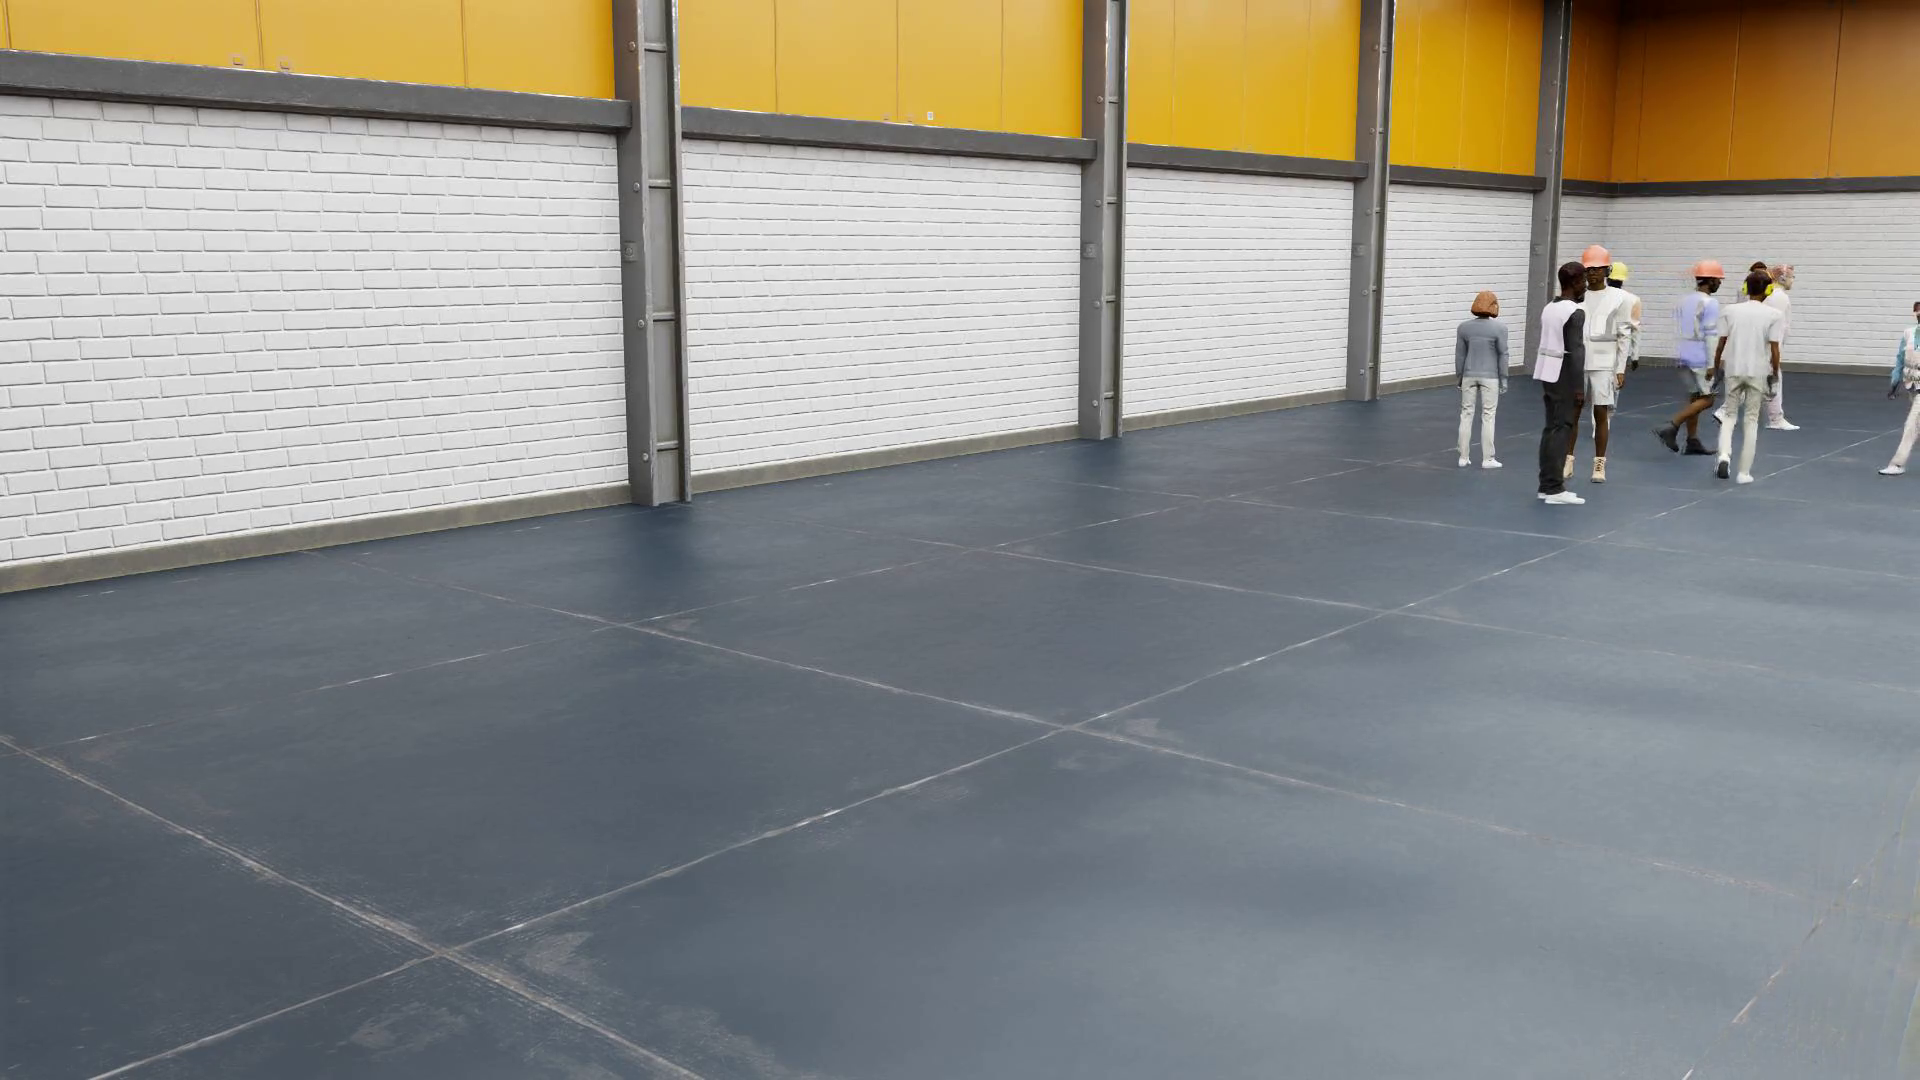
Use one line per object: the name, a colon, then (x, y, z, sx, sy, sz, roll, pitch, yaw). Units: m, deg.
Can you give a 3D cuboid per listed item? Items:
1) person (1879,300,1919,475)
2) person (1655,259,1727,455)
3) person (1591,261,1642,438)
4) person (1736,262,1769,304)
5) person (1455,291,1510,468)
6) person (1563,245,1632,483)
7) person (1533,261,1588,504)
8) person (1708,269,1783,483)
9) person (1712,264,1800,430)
person: (8.671, -1.370, 14.964, 0.922, 1.597, 0.528, -3, 10, -14)
person: (7.113, -1.755, 16.140, 0.580, 1.923, 0.544, -1, 10, -4)
person: (7.006, -2.054, 17.945, 0.591, 1.896, 0.860, 3, 10, 16)
person: (10.661, -2.786, 22.238, 0.541, 1.837, 0.819, 2, 10, 12)
person: (4.815, -1.477, 15.352, 0.507, 1.633, 0.278, 8, 13, 40)
person: (5.451, -1.513, 14.388, 0.610, 2.043, 0.375, 6, 11, 30)
person: (4.794, -1.244, 13.227, 0.424, 1.919, 0.591, 0, 10, 0)
person: (6.719, -1.393, 14.283, 0.572, 1.846, 0.506, 7, 12, 36)
person: (8.883, -2.137, 18.462, 0.930, 1.860, 0.654, 2, 10, 9)
